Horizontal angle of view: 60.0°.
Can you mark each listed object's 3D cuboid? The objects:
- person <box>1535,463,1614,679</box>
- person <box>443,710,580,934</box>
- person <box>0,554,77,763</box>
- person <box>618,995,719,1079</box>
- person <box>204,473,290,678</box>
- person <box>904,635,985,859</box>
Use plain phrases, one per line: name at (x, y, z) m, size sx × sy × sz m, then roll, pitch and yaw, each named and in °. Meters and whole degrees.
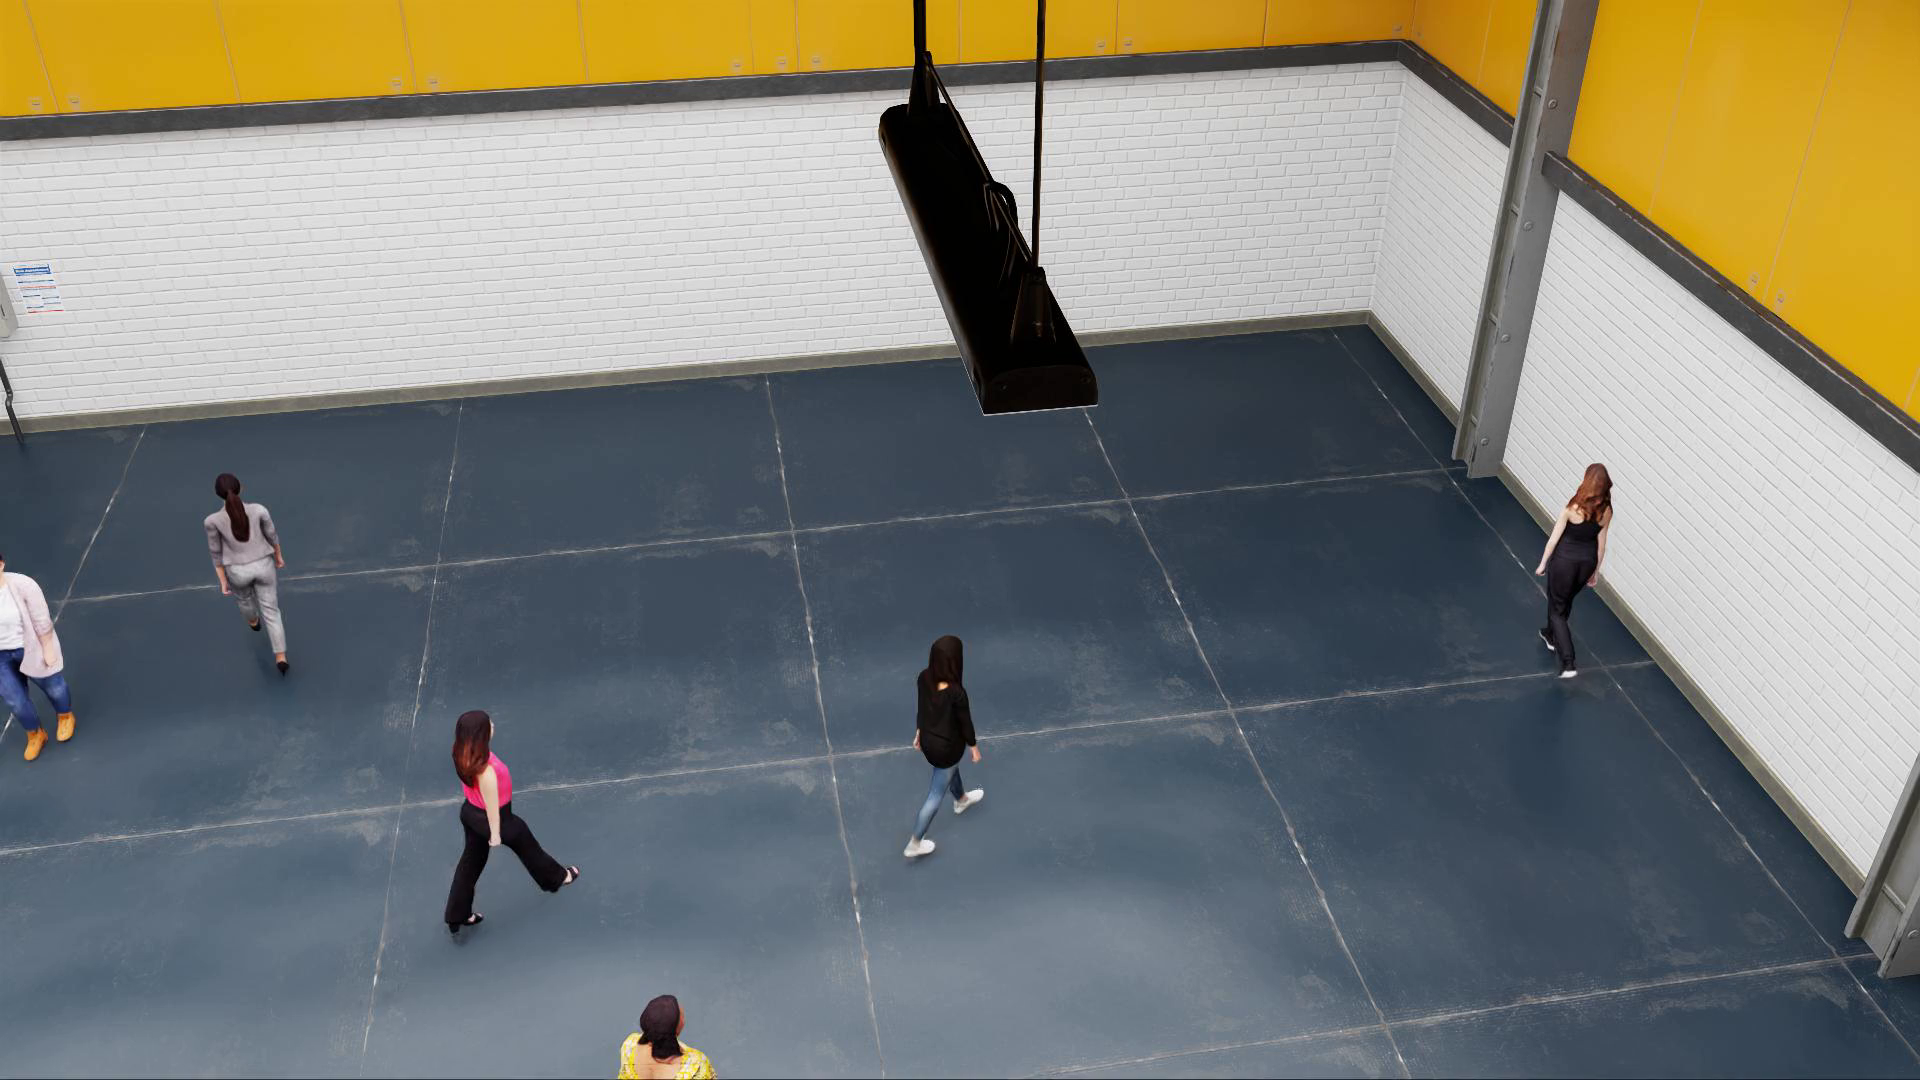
person at (4.582, 0.260, 12.387) m, size 0.654 × 1.718 × 1.056 m, roll -3°, pitch 34°, yaw -4°
person at (-2.954, 1.764, 10.220) m, size 1.068 × 1.612 × 1.129 m, roll -28°, pitch 43°, yaw -36°
person at (-6.591, 0.685, 11.737) m, size 0.716 × 1.729 × 0.727 m, roll -4°, pitch 34°, yaw -5°
person at (-1.488, 2.976, 8.374) m, size 0.926 × 1.637 × 0.998 m, roll 13°, pitch 36°, yaw 19°
person at (-5.261, 0.307, 12.396) m, size 0.833 × 1.630 × 1.153 m, roll -16°, pitch 37°, yaw -22°
person at (-0.161, 1.364, 10.823) m, size 1.077 × 1.610 × 1.060 m, roll 28°, pitch 42°, yaw 35°
